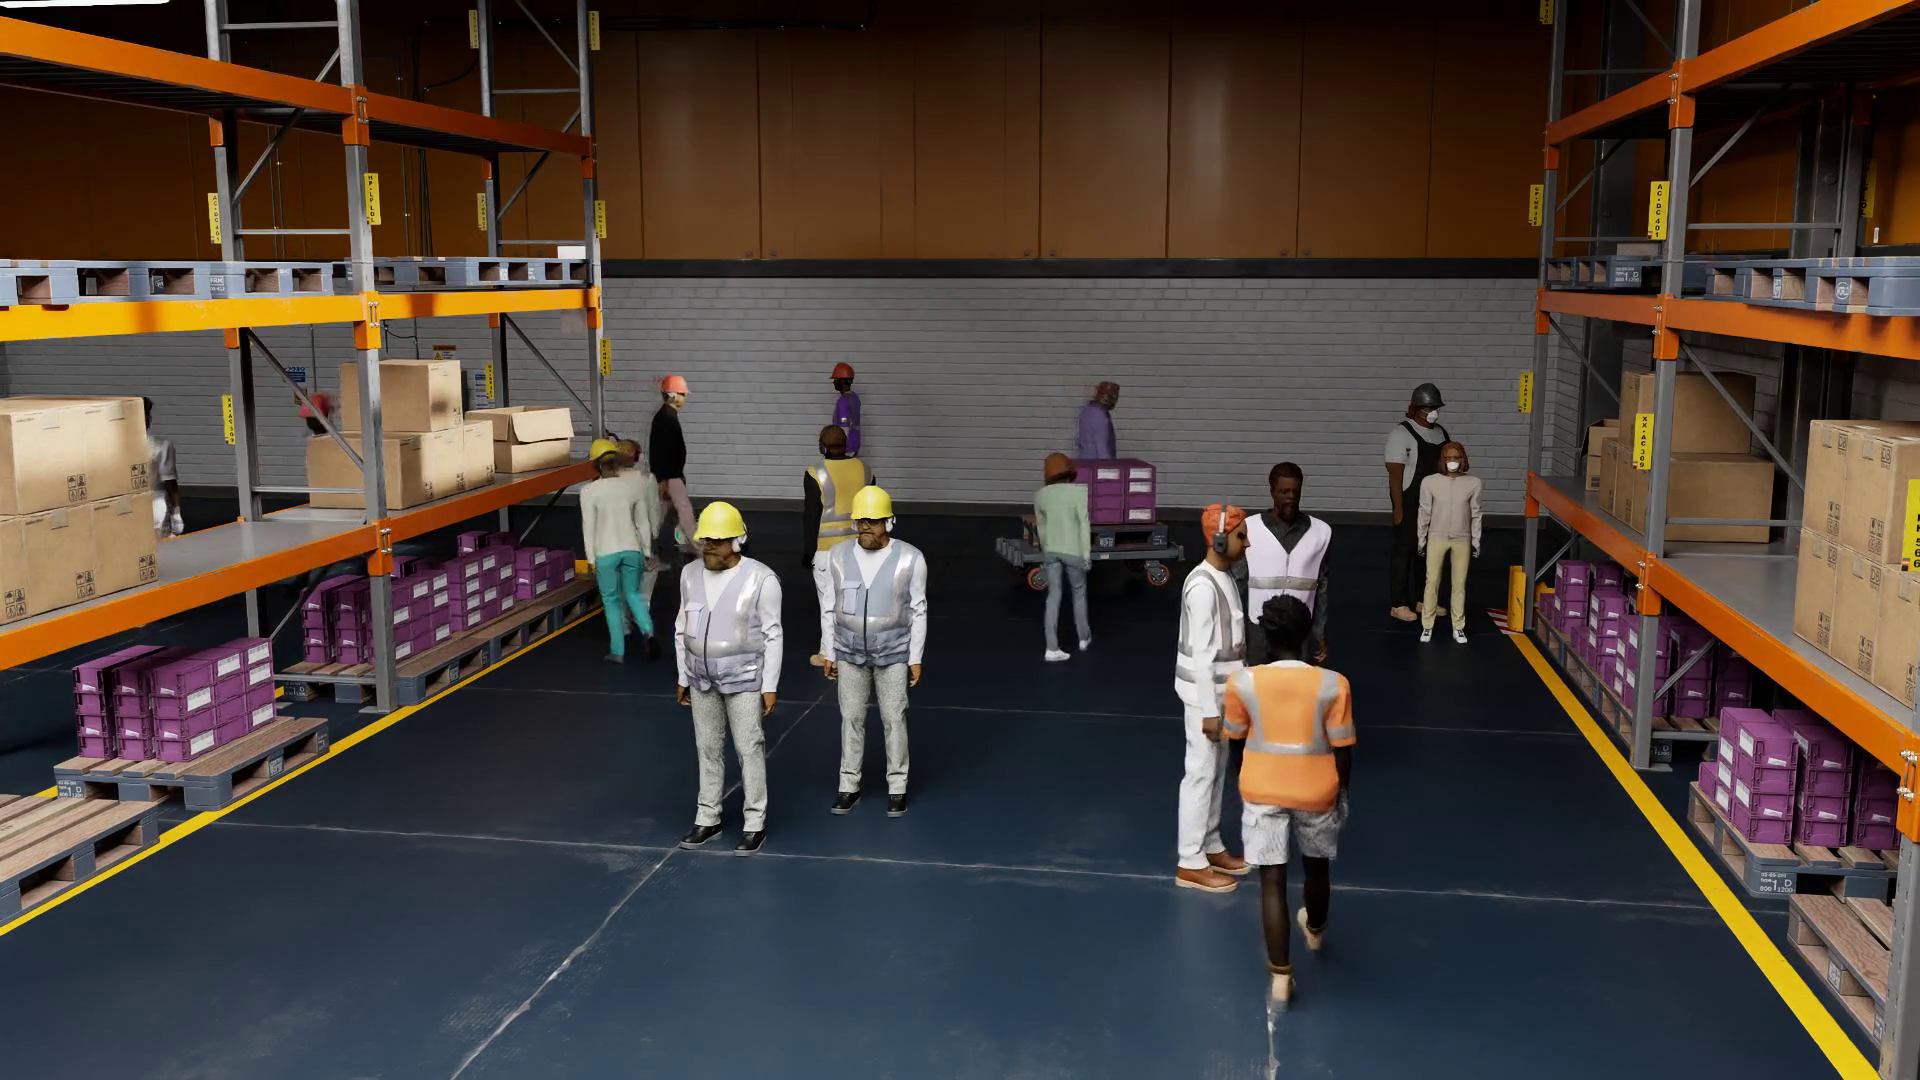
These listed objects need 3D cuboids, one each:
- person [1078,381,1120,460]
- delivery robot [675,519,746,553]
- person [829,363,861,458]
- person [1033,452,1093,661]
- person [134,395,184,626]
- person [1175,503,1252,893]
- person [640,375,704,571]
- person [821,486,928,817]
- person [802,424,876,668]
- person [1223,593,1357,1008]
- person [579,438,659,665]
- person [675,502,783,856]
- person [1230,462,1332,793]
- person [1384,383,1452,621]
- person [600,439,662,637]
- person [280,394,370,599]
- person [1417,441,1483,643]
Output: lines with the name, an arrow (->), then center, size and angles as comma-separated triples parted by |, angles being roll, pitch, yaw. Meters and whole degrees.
person -> 1.417, -0.708, 17.156 | 0.407, 1.864, 0.709 | -1, 9, -8
delivery robot -> -2.520, -0.042, 16.789 | 0.707, 0.478, 0.477 | -1, 9, -5
person -> -1.329, -1.064, 19.127 | 0.356, 1.937, 0.552 | 2, 9, 10
person -> 0.836, 0.112, 12.914 | 0.566, 1.585, 0.764 | 5, 10, 28
person -> -6.871, -0.255, 14.088 | 0.646, 1.948, 0.534 | -1, 9, -4
person -> 1.233, 0.757, 8.076 | 0.363, 1.881, 0.579 | 3, 10, 20
person -> -2.757, -0.654, 16.520 | 0.966, 1.951, 0.640 | -3, 10, -17
person -> -0.478, 0.610, 9.127 | 0.590, 1.833, 0.404 | 1, 9, 9
person -> -0.938, 0.045, 12.592 | 0.627, 1.840, 0.429 | -7, 12, -39
person -> 1.374, 1.042, 6.990 | 0.542, 1.651, 0.828 | 1, 9, 9
person -> -2.586, 0.101, 12.566 | 0.531, 1.741, 0.556 | -7, 12, -38
person -> -1.205, 0.707, 8.534 | 0.602, 1.828, 0.404 | 4, 10, 22
person -> 1.824, 0.505, 9.506 | 0.592, 1.922, 0.392 | -1, 9, -6
person -> 4.001, -0.332, 14.296 | 0.682, 2.000, 0.537 | -6, 11, -33
person -> -2.686, -0.013, 13.585 | 0.544, 1.623, 0.375 | 1, 9, 9
person -> -5.826, -0.409, 15.306 | 0.555, 1.871, 1.024 | 4, 10, 22
person -> 3.935, 0.020, 13.377 | 0.507, 1.632, 0.274 | 1, 9, 9
